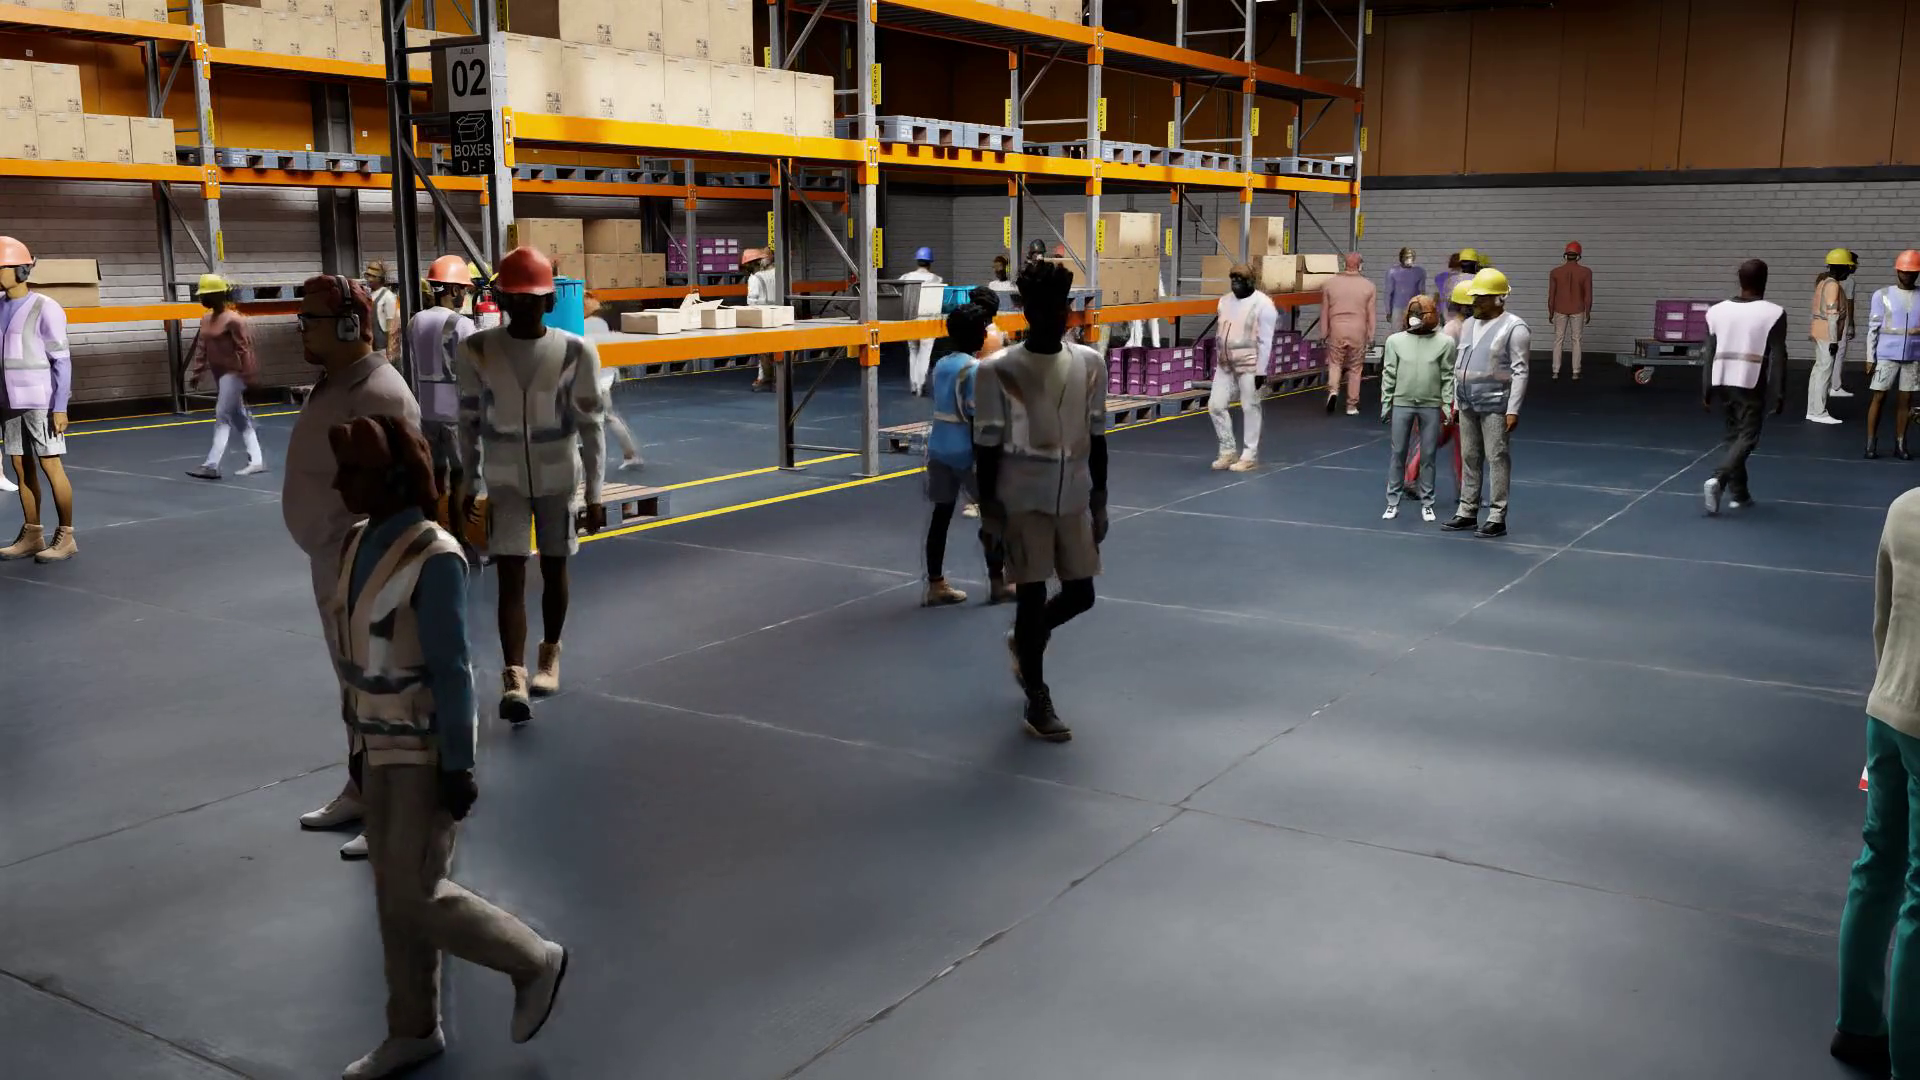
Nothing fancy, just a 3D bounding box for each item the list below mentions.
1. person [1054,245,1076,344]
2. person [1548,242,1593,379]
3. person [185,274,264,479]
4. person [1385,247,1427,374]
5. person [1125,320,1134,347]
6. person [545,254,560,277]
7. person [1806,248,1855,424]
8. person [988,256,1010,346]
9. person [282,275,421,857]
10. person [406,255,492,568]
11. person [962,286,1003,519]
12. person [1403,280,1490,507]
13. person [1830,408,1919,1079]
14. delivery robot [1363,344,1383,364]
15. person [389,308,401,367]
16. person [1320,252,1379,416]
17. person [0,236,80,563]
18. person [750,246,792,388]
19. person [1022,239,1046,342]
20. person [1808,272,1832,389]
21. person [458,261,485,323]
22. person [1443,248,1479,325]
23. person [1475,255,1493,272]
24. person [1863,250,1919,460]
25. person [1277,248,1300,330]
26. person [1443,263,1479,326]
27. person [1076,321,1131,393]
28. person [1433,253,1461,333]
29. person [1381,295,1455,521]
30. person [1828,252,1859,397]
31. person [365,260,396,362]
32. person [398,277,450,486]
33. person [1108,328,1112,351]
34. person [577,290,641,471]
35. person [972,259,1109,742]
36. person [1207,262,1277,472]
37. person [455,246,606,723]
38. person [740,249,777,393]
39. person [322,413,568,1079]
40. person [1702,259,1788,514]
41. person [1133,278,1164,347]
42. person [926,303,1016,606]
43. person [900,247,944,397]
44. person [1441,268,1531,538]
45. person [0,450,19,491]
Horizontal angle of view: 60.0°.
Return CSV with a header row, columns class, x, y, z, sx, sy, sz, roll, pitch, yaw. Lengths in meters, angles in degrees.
class,x,y,z,sx,sy,sz,roll,pitch,yaw
person,1.363,-3.120,23.194,0.624,1.975,0.885,7,12,33
person,8.915,-3.349,24.315,0.612,1.995,0.377,5,11,25
person,-6.307,-1.371,14.090,0.518,1.727,0.832,8,13,39
person,6.754,-3.468,25.221,0.630,1.918,0.542,-1,10,-7
person,2.984,-3.997,28.471,0.622,1.804,0.961,7,12,34
person,-5.349,-2.826,21.871,0.978,1.829,0.598,-7,12,-34
person,9.642,-2.254,18.436,0.368,1.928,0.585,3,11,16
person,0.548,-2.680,21.099,0.537,1.820,0.973,6,12,30
person,-2.022,0.084,5.534,0.407,1.910,0.639,-8,13,-38
person,-3.131,-0.779,10.263,0.541,1.932,0.382,6,12,31
person,0.182,-1.002,12.154,0.335,1.687,0.535,0,10,1
person,3.711,-1.118,12.721,0.726,1.722,0.626,8,13,37
person,2.296,0.453,3.876,0.300,1.772,0.524,0,10,2
delivery robot,6.005,-2.815,25.086,0.707,0.478,0.477,-1,10,-5
person,-5.362,-1.736,16.398,0.567,1.617,0.575,2,11,13
person,4.478,-2.365,19.159,0.665,1.889,0.473,4,11,22
person,-5.870,-0.867,10.436,0.614,2.039,0.387,4,11,19
person,-2.614,-3.056,22.847,0.637,1.936,0.355,4,11,22
person,1.180,-3.503,25.040,0.681,2.000,0.538,-6,12,-30
person,11.681,-2.811,22.447,0.549,1.580,0.838,-1,10,-7
person,-5.021,-2.051,17.631,0.586,1.809,0.803,10,14,44
person,6.331,-2.689,20.854,0.612,1.920,0.408,9,14,41
person,7.520,-3.226,24.149,0.518,1.810,0.629,-6,12,-29
person,8.654,-1.694,15.310,0.551,1.932,0.376,3,11,15
person,5.549,-4.010,28.281,0.565,1.891,0.692,-2,10,-9
person,6.939,-3.000,22.807,0.627,1.844,0.429,1,10,7
person,1.882,-2.748,21.438,0.701,1.823,0.810,5,11,26
person,7.282,-3.311,24.561,0.603,1.831,0.427,6,12,32
person,3.297,-0.947,12.007,0.508,1.632,0.269,3,11,16
person,11.424,-2.794,21.598,0.313,1.865,0.528,-2,10,-9
person,-6.051,-1.986,17.241,0.591,1.824,0.664,10,14,43
person,-4.396,-1.287,13.582,0.487,1.744,0.312,6,12,31
person,2.544,-4.396,30.271,0.632,1.940,0.372,-1,10,-8
person,-3.179,-1.402,14.661,0.879,1.587,0.539,3,11,15
person,0.319,-0.175,6.845,0.625,1.947,0.597,-4,11,-23
person,2.418,-1.490,14.474,0.537,1.825,0.660,-9,13,-39
person,-1.817,-0.229,7.045,0.628,1.983,1.054,-2,10,-10
person,-2.680,-2.905,22.109,0.484,1.903,0.637,1,10,8
person,-1.270,0.501,4.001,0.436,1.631,0.515,-9,13,-40
person,5.801,-1.139,12.375,0.855,1.892,0.601,-8,13,-38
person,3.060,-3.828,27.389,0.724,1.826,0.977,7,12,35
person,0.103,-0.473,9.249,0.708,1.666,0.557,-7,12,-32
person,-0.474,-2.828,21.617,0.641,1.920,0.653,2,11,13
person,3.589,-0.933,11.384,0.404,1.828,0.603,-5,11,-27
person,-7.838,-1.306,13.226,0.410,1.913,0.643,4,11,21
